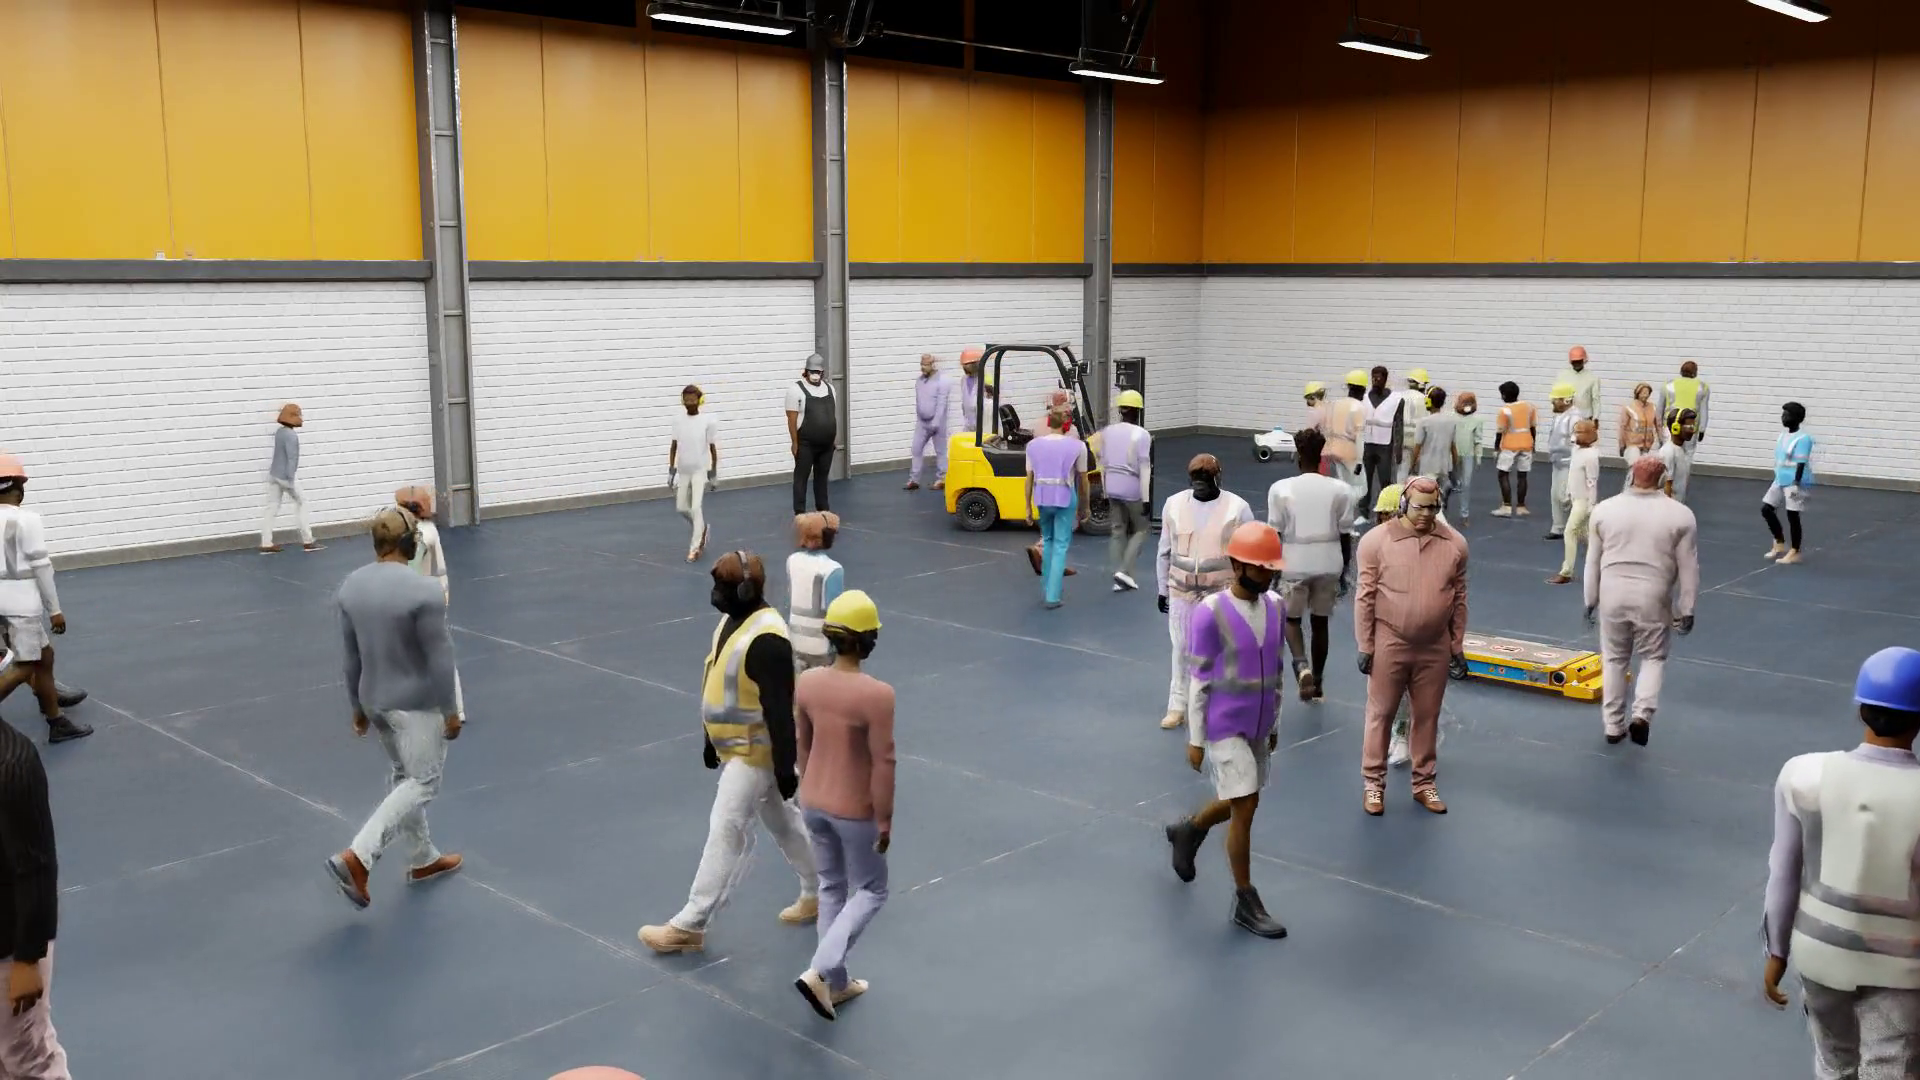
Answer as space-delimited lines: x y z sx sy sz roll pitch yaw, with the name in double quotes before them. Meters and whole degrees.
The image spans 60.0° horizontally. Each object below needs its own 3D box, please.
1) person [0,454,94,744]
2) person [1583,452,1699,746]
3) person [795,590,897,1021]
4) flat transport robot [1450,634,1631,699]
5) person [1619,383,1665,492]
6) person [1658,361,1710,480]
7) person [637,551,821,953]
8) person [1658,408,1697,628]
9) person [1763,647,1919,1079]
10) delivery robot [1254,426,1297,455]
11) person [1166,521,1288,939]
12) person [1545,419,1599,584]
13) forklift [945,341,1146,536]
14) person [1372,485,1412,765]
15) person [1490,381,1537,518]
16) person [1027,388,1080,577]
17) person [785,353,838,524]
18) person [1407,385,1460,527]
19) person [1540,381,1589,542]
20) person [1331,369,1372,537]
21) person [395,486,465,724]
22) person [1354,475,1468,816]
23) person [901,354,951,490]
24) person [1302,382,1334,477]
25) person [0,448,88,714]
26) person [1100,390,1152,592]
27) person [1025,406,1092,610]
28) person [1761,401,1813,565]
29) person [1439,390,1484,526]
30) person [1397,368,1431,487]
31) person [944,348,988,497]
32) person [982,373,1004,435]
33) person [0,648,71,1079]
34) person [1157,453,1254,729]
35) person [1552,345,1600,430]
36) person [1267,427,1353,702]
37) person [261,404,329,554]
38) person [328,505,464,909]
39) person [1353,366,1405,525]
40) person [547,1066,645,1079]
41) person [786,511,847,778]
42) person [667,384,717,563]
"person" -5.947 0.418 10.363 0.554 1.885 0.901 5 11 29
"person" 4.283 0.391 10.507 0.688 1.885 0.507 6 11 31
"person" -0.494 1.081 6.695 0.536 1.754 0.529 7 11 36
"flat transport robot" 4.118 0.906 12.284 1.431 0.197 0.652 9 13 43
"person" 8.592 -1.169 20.942 0.529 1.591 0.854 -2 9 -13
"person" 9.838 -1.539 22.671 0.633 1.790 0.998 3 10 20
"person" -0.966 0.930 7.502 0.979 1.789 0.645 -3 10 -20
"person" 6.046 -0.194 14.152 0.310 1.864 0.534 4 10 25
"person" 2.758 1.272 5.034 0.625 1.913 0.946 8 12 40
"delivery robot" 5.002 -1.551 26.189 0.707 0.478 0.477 0 9 3
"person" 1.254 0.830 7.787 0.543 1.905 0.835 -6 11 -34
"person" 6.058 -0.371 16.008 0.723 1.611 0.495 1 9 5
"forklift" 0.977 -1.223 19.452 2.313 2.155 1.214 2 9 11
"person" 2.672 0.520 10.206 0.418 1.732 0.501 -2 10 -13
"person" 6.776 -1.101 20.323 0.615 1.672 0.337 -2 10 -15
"person" 0.899 -0.534 16.202 0.636 1.883 0.643 -6 11 -34
"person" -1.718 -1.217 19.888 0.683 2.000 0.536 -7 12 -39
"person" 4.986 -0.704 17.426 0.533 1.827 0.989 -4 10 -25
"person" 6.739 -0.854 18.374 0.561 1.809 0.617 -1 9 -3
"person" 4.381 -0.957 18.681 0.464 1.910 0.600 -4 10 -23
"person" -3.647 0.450 10.947 0.745 1.606 0.546 -2 9 -12
"person" 2.517 0.586 9.261 0.639 1.903 0.409 -1 9 -4
"person" -0.467 -1.588 22.662 0.645 1.873 0.811 8 12 40
"person" 4.145 -0.962 19.276 0.557 1.725 0.645 6 11 32
"person" -6.428 0.311 11.016 0.994 1.877 0.543 -6 11 -34
"person" 1.572 -0.456 15.623 0.615 1.908 0.414 9 13 43
"person" 0.912 -0.307 15.005 0.562 1.808 0.760 4 10 24
"person" 8.478 -0.574 17.040 0.401 1.686 0.540 -1 9 -5
"person" 5.921 -0.981 19.747 0.530 1.611 0.516 0 9 0
"person" 5.692 -1.225 20.659 0.676 1.798 0.602 -4 10 -23
"person" 0.137 -1.495 21.729 0.599 1.985 0.993 8 12 41
"person" 0.326 -1.215 20.793 0.749 1.745 0.531 -5 11 -29
"person" -3.006 1.211 5.141 0.622 1.992 0.396 8 12 40
"person" 1.590 0.348 10.902 0.634 1.841 0.429 4 10 21
"person" 8.678 -1.762 23.426 0.644 1.971 0.589 5 10 26
"person" 2.422 0.204 11.494 0.600 1.946 0.633 0 9 3
"person" -7.183 -0.658 17.819 0.506 1.582 0.730 9 13 43
"person" -2.728 0.793 7.944 0.635 1.920 0.785 6 11 31
"person" 4.980 -1.117 19.746 0.638 1.900 0.675 7 12 37
"person" -0.480 1.671 2.310 0.375 1.997 0.611 -6 11 -32
"person" -0.805 0.620 9.953 0.835 1.595 0.533 -9 13 -44
"person" -2.782 -0.719 17.414 0.524 1.851 0.707 2 10 15
